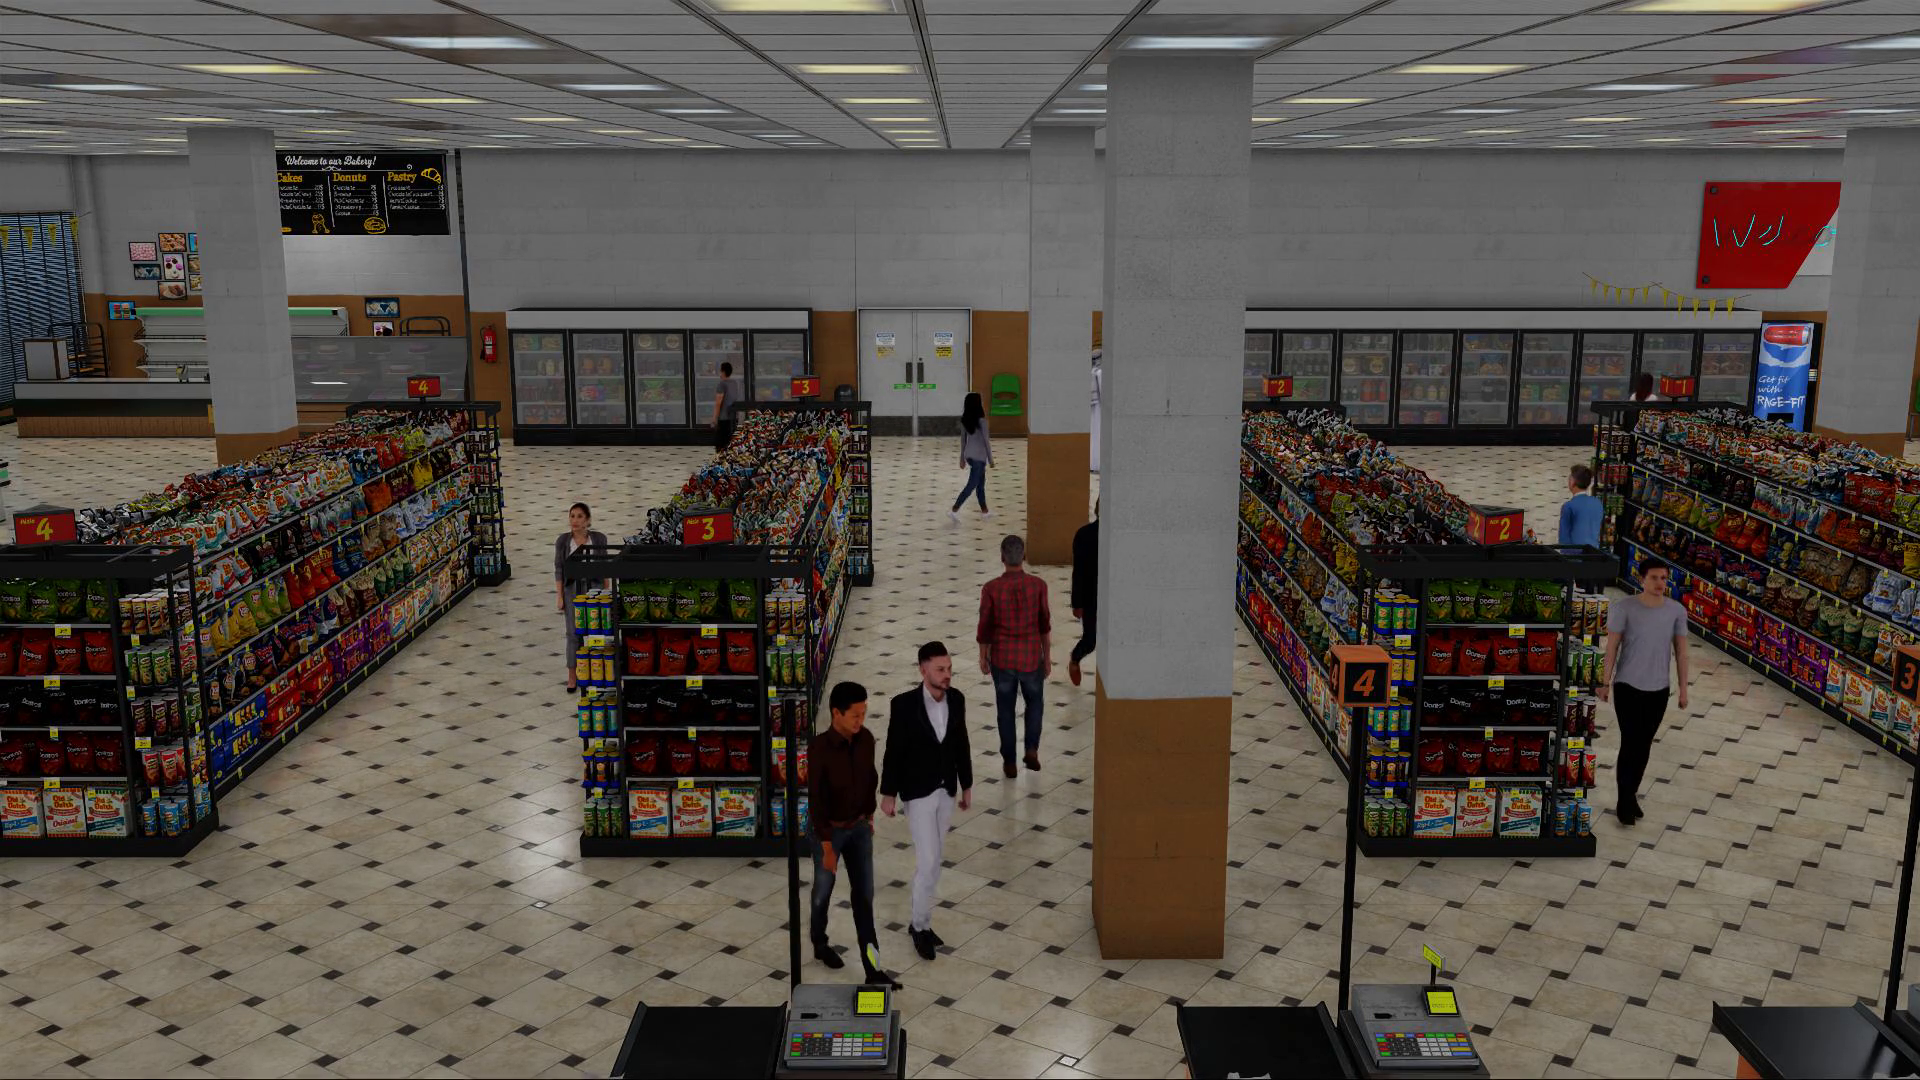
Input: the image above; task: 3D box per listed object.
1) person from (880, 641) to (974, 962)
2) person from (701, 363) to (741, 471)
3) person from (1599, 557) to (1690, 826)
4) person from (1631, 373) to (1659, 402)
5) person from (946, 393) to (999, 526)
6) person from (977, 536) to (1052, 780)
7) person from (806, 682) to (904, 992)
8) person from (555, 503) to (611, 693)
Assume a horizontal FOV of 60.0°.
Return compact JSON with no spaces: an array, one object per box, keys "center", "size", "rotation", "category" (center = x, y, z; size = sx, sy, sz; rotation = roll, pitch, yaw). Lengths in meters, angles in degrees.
[{"center":[-0.228,1.448,9.584],"size":[0.828,1.828,0.860],"rotation":[-8,14,-34],"category":"person"},{"center":[-3.470,-1.804,25.281],"size":[0.907,1.722,1.175],"rotation":[4,12,17],"category":"person"},{"center":[4.730,1.012,11.597],"size":[0.720,1.851,0.733],"rotation":[1,12,4],"category":"person"},{"center":[9.971,-1.582,24.412],"size":[1.149,1.647,1.106],"rotation":[-11,16,-42],"category":"person"},{"center":[0.135,-1.025,21.641],"size":[1.150,1.698,1.145],"rotation":[-10,15,-39],"category":"person"},{"center":[0.417,0.892,12.244],"size":[0.703,1.819,0.690],"rotation":[0,12,-1],"category":"person"},{"center":[-0.725,1.597,9.136],"size":[1.035,1.721,1.151],"rotation":[-10,15,-39],"category":"person"},{"center":[-3.272,0.492,14.488],"size":[0.680,1.677,0.656],"rotation":[-3,12,-14],"category":"person"}]
